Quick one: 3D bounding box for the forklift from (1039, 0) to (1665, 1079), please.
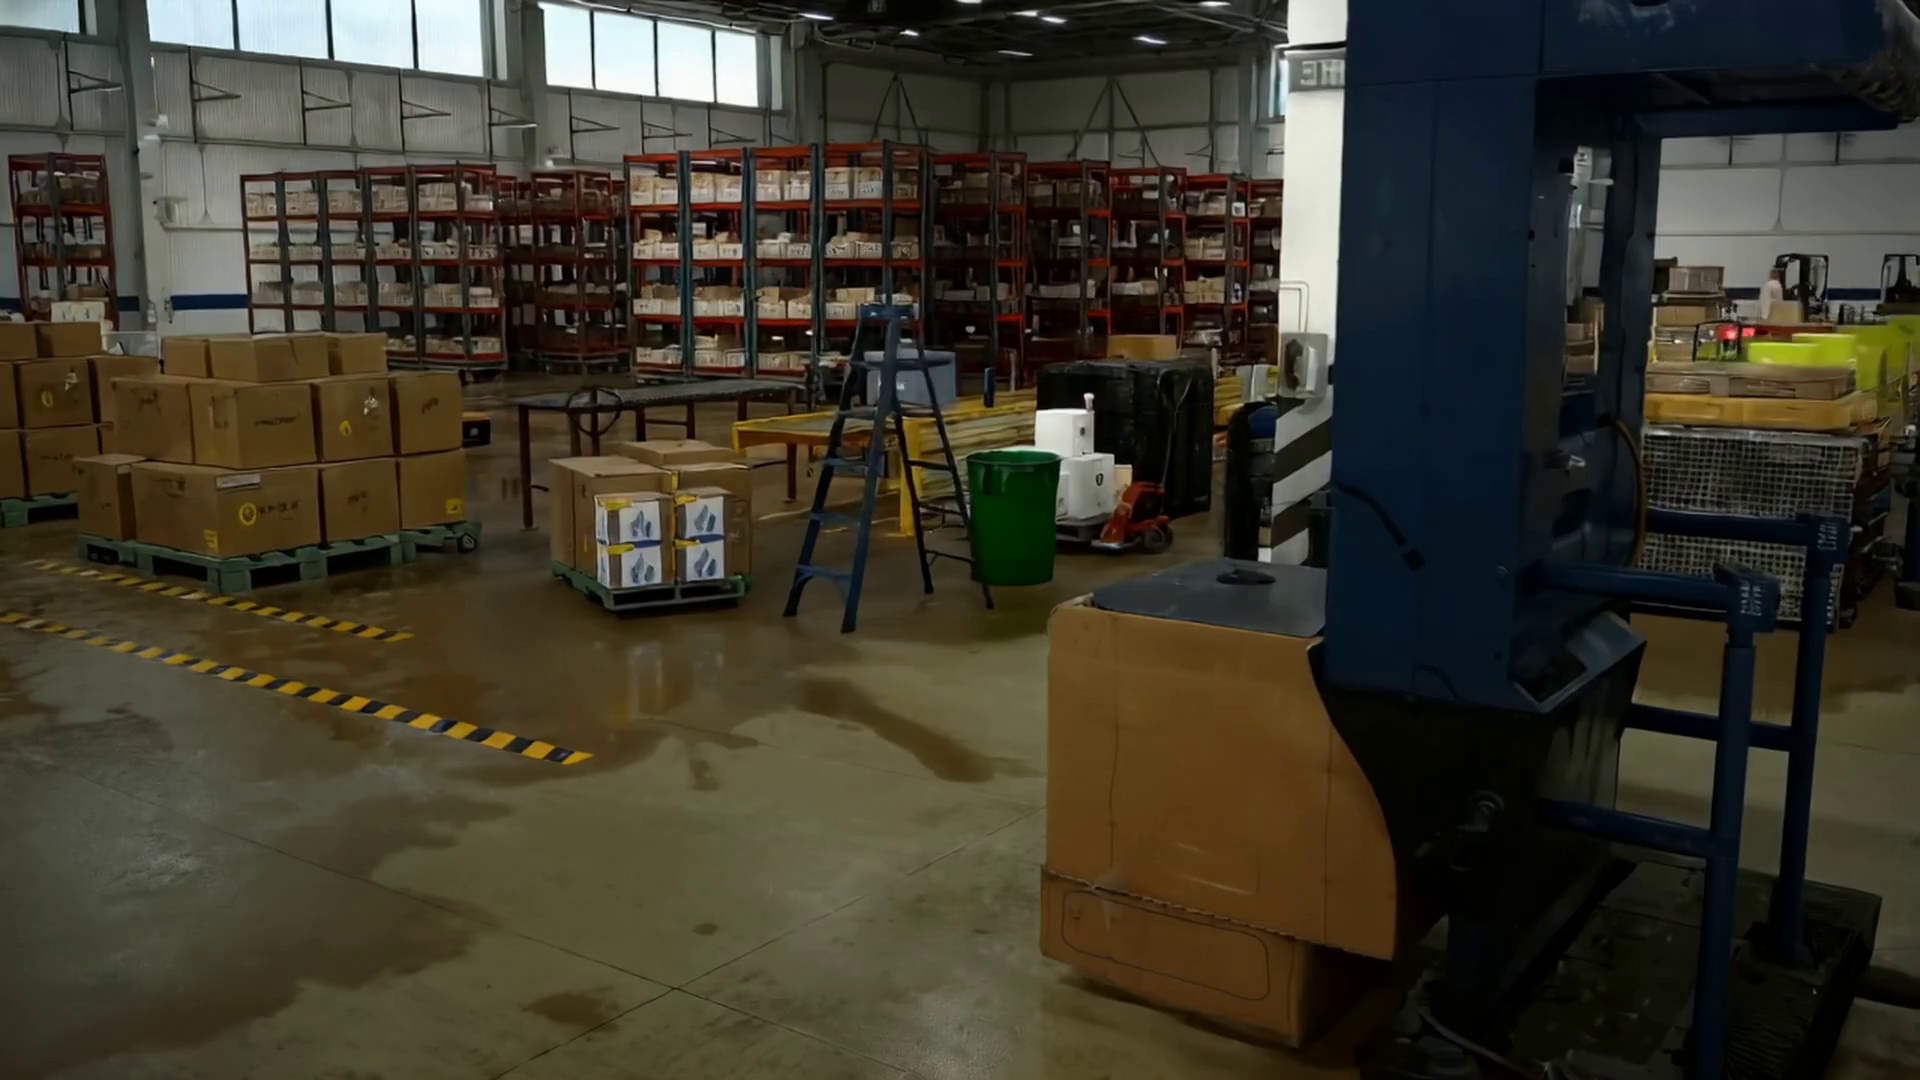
[{"bbox_3d":[1.249,-0.137,4.360,1.873,2.768,1.129,7,12,35],"label":"forklift"}]

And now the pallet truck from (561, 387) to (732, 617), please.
[{"bbox_3d":[-1.981,-0.274,10.088,0.680,1.201,1.601,-5,11,-28],"label":"pallet truck"}]

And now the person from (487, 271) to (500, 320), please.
[{"bbox_3d":[-10.550,-5.170,37.526,0.568,1.811,0.888,8,13,40],"label":"person"}]

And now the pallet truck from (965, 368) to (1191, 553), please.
[{"bbox_3d":[0.845,-0.609,11.869,1.630,1.274,0.653,7,12,35],"label":"pallet truck"}]

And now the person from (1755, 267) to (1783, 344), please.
[{"bbox_3d":[16.946,-4.761,34.828,0.528,1.895,0.647,0,10,-2],"label":"person"}]

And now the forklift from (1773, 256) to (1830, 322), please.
[{"bbox_3d":[20.253,-5.854,40.139,1.157,1.987,2.680,7,12,35],"label":"forklift"}]

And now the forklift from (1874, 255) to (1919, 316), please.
[{"bbox_3d":[22.089,-5.634,38.796,1.157,1.987,2.680,6,11,33],"label":"forklift"}]
